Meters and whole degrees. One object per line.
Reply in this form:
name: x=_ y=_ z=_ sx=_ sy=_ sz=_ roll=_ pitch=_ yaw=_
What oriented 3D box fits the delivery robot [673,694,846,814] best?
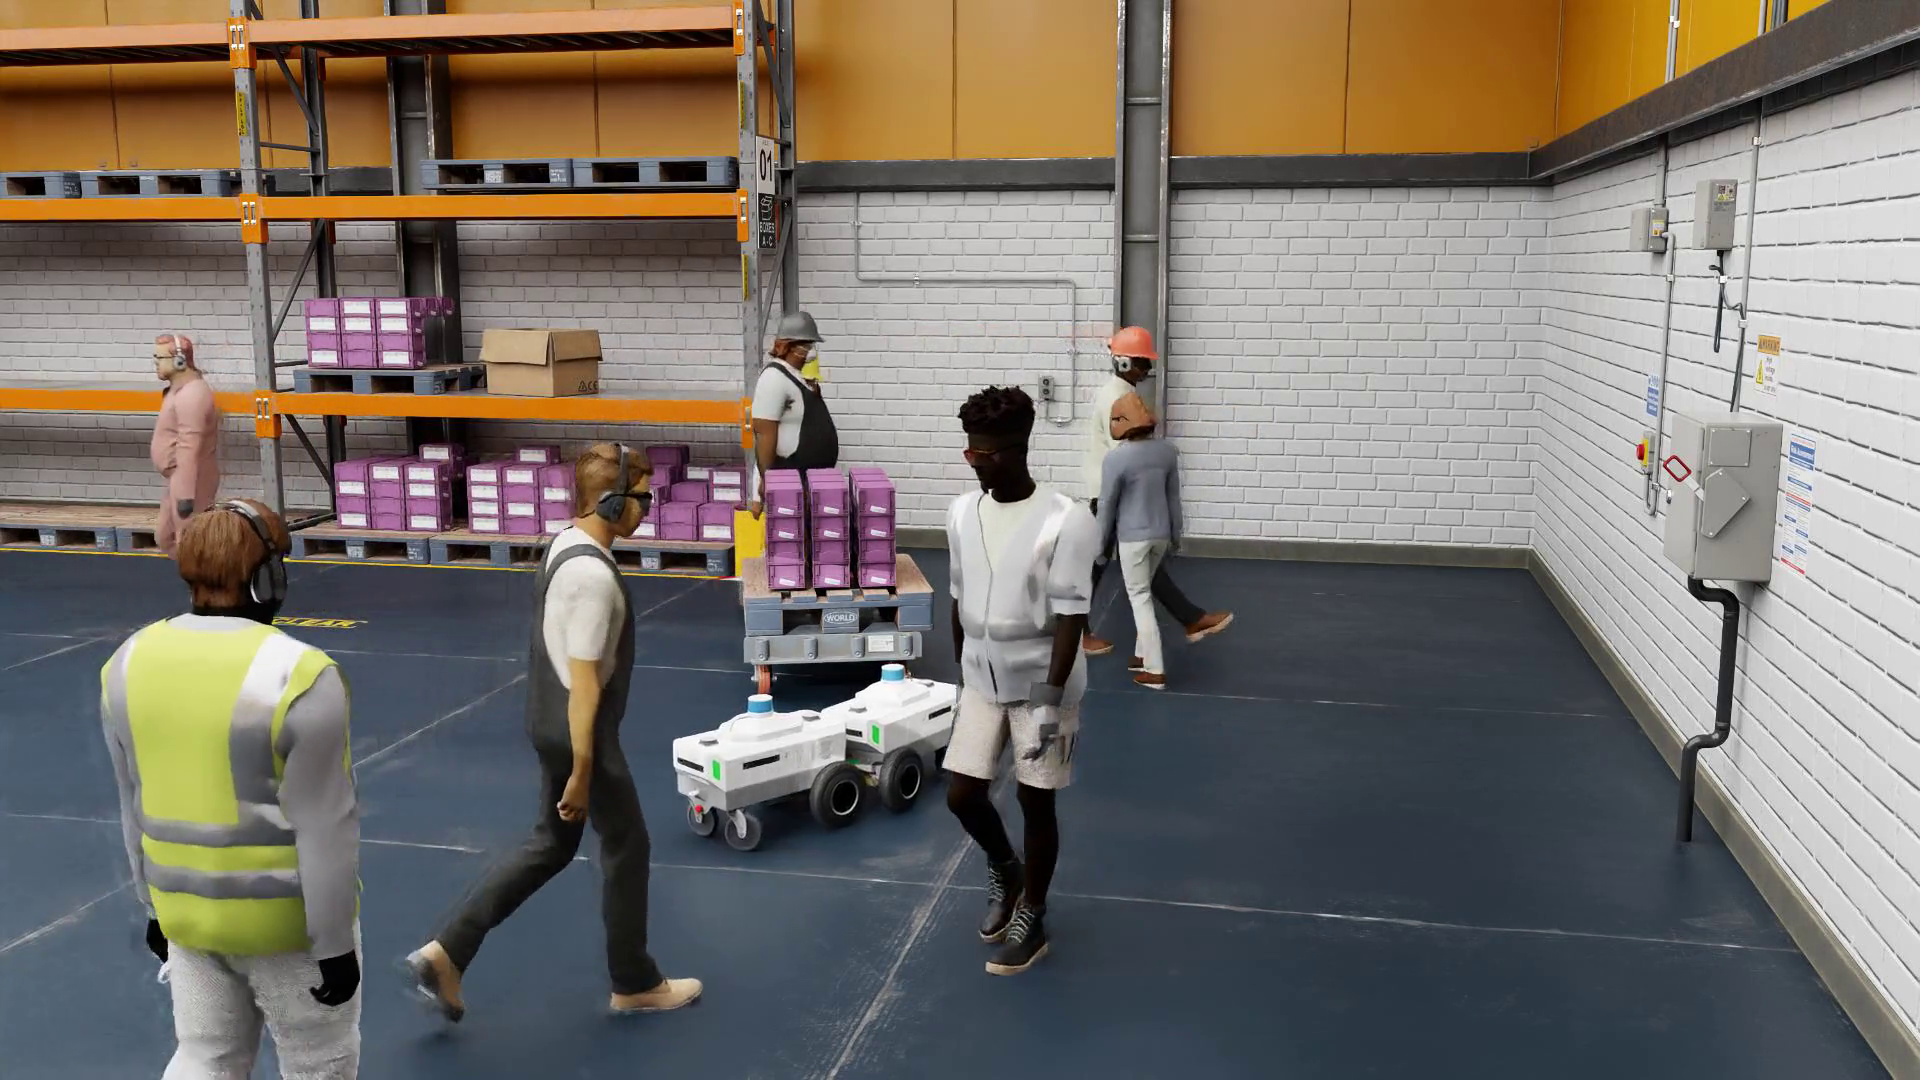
delivery robot: x=-0.814 y=0.877 z=6.808 sx=0.707 sy=0.478 sz=0.477 roll=-9 pitch=13 yaw=-43

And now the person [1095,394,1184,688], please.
person: x=0.953 y=-0.002 z=9.189 sx=0.515 sy=1.604 sz=0.598 roll=-6 pitch=11 yaw=-32

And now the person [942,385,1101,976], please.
person: x=0.162 y=0.469 z=5.395 sx=0.599 sy=1.939 sz=0.462 roll=6 pitch=11 yaw=34

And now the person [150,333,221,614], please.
person: x=-4.899 y=-0.356 z=10.505 sx=0.434 sy=1.887 sz=0.667 roll=-5 pitch=11 yaw=-26

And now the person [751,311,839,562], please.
person: x=-1.014 y=-0.483 z=10.820 sx=0.684 sy=2.000 sz=0.690 roll=1 pitch=9 yaw=7

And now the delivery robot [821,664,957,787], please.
delivery robot: x=-0.292 y=0.791 z=7.327 sx=0.477 sy=0.478 sz=0.707 roll=6 pitch=11 yaw=33

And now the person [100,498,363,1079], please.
person: x=-1.591 y=0.825 z=3.592 sx=0.624 sy=1.826 sz=0.750 roll=3 pitch=10 yaw=20

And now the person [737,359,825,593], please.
person: x=-1.211 y=-0.373 z=10.979 sx=0.727 sy=1.786 sz=0.648 roll=4 pitch=10 yaw=24

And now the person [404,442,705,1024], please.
person: x=-1.224 y=0.609 z=4.961 sx=0.827 sy=1.807 sz=0.577 roll=-4 pitch=10 yaw=-24

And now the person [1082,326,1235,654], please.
person: x=1.096 y=-0.266 z=9.756 sx=1.036 sy=1.942 sz=0.643 roll=3 pitch=10 yaw=18
